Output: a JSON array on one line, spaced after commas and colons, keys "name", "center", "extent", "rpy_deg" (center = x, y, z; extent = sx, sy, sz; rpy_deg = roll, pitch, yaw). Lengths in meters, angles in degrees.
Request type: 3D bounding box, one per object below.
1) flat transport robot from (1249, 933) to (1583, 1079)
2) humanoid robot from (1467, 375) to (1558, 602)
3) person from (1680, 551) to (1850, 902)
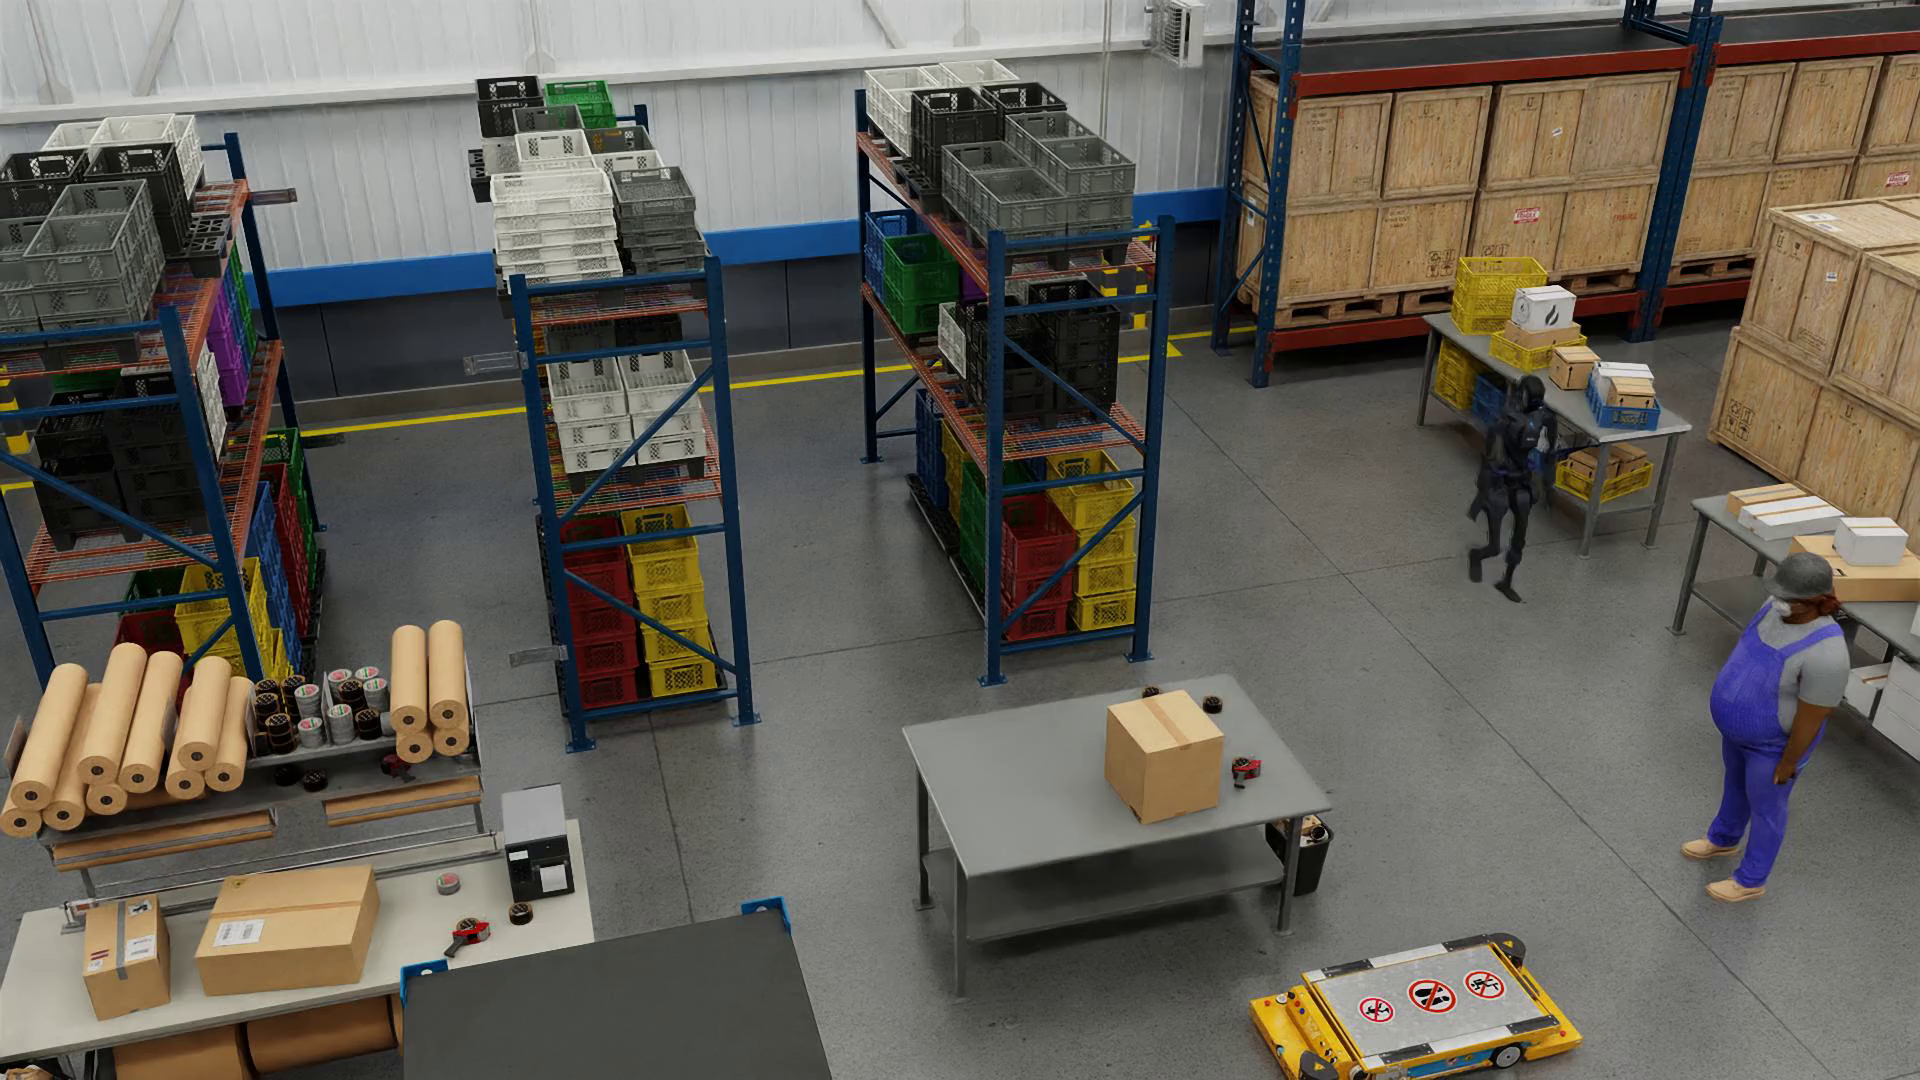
[{"name": "flat transport robot", "center": [2.184, 2.282, 7.980], "extent": [1.431, 0.197, 0.652], "rpy_deg": [-8, 30, -14]}, {"name": "humanoid robot", "center": [3.768, -0.358, 11.349], "extent": [0.629, 1.652, 0.363], "rpy_deg": [-7, 30, -13]}, {"name": "person", "center": [4.151, 0.939, 8.615], "extent": [0.536, 2.000, 0.679], "rpy_deg": [0, 29, -1]}]
